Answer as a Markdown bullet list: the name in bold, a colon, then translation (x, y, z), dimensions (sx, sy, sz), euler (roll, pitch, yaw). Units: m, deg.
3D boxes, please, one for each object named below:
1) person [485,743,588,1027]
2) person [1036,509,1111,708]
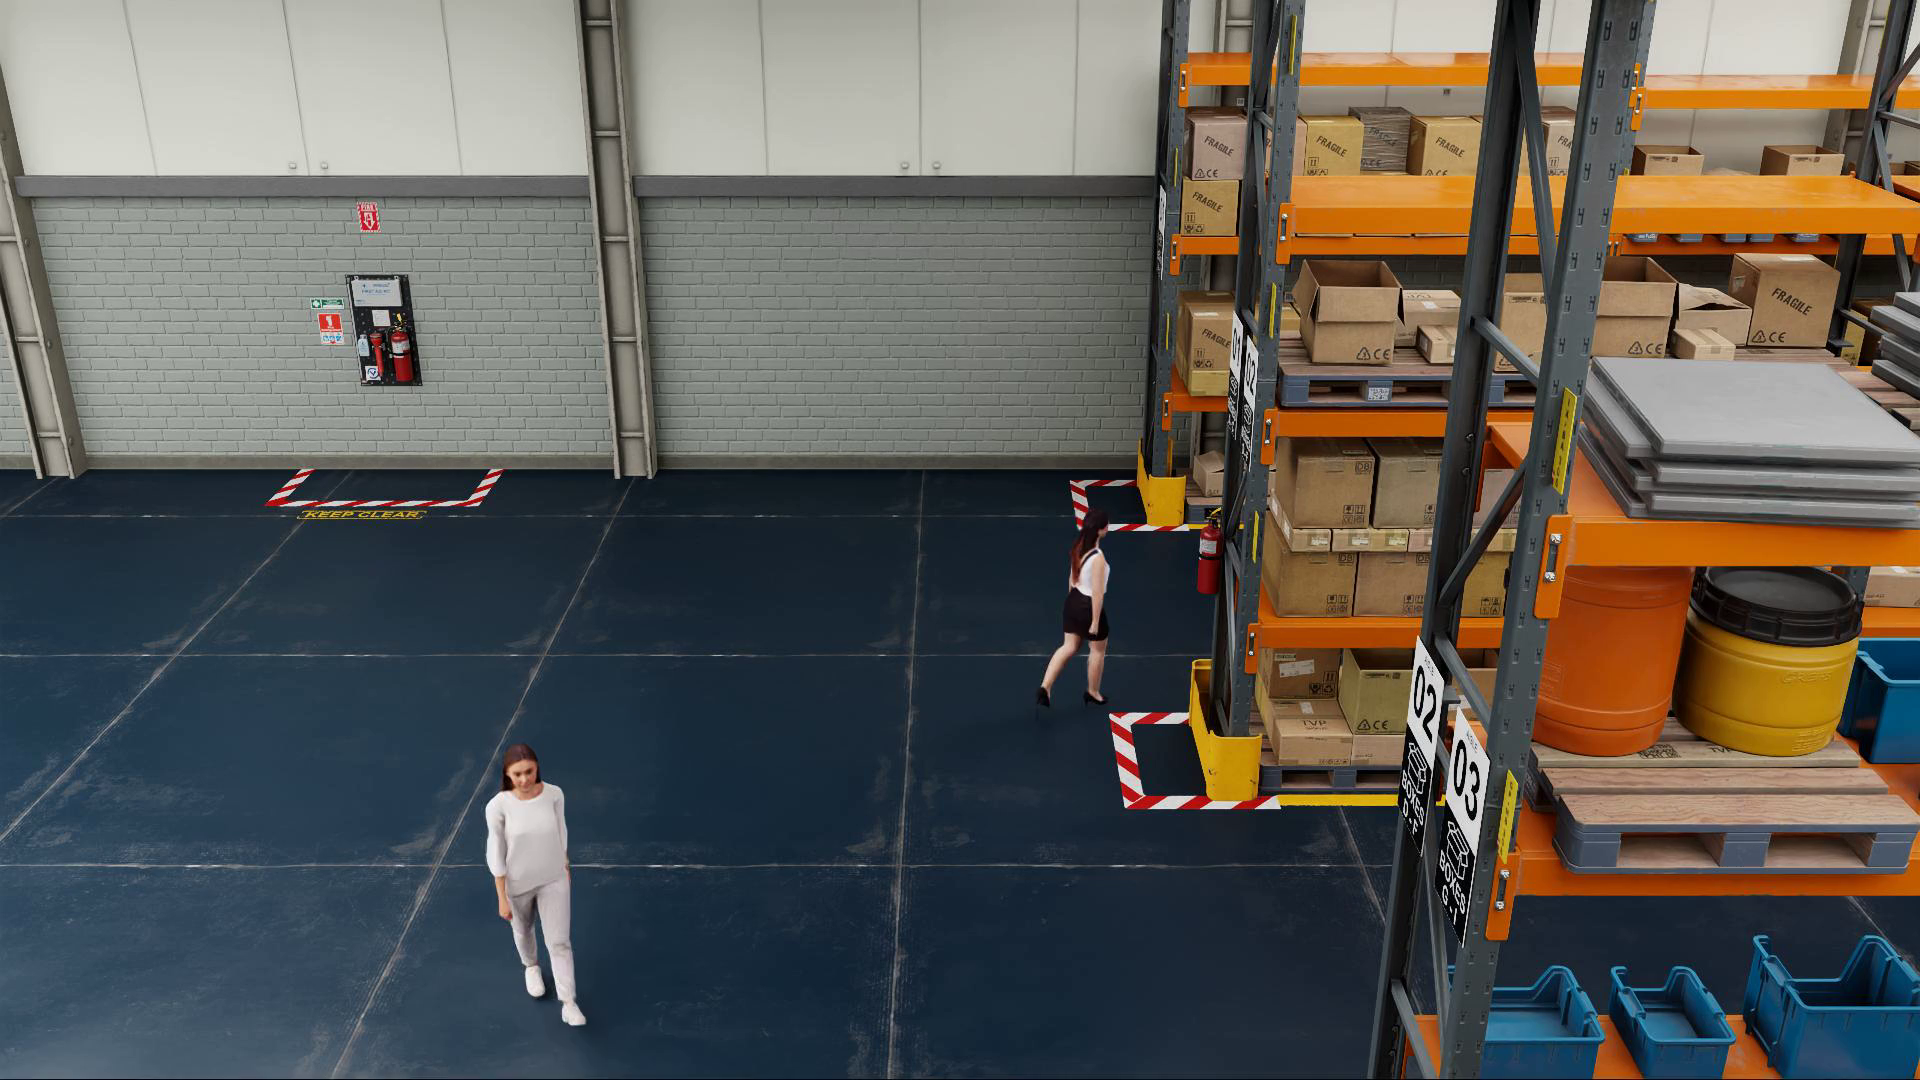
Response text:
- **person**: translation (-2.407, 1.851, 9.275), dimensions (1.031, 1.657, 0.946), euler (-11, 25, -24)
- **person**: translation (0.867, 0.559, 12.351), dimensions (0.964, 1.627, 0.837), euler (-15, 27, -32)
